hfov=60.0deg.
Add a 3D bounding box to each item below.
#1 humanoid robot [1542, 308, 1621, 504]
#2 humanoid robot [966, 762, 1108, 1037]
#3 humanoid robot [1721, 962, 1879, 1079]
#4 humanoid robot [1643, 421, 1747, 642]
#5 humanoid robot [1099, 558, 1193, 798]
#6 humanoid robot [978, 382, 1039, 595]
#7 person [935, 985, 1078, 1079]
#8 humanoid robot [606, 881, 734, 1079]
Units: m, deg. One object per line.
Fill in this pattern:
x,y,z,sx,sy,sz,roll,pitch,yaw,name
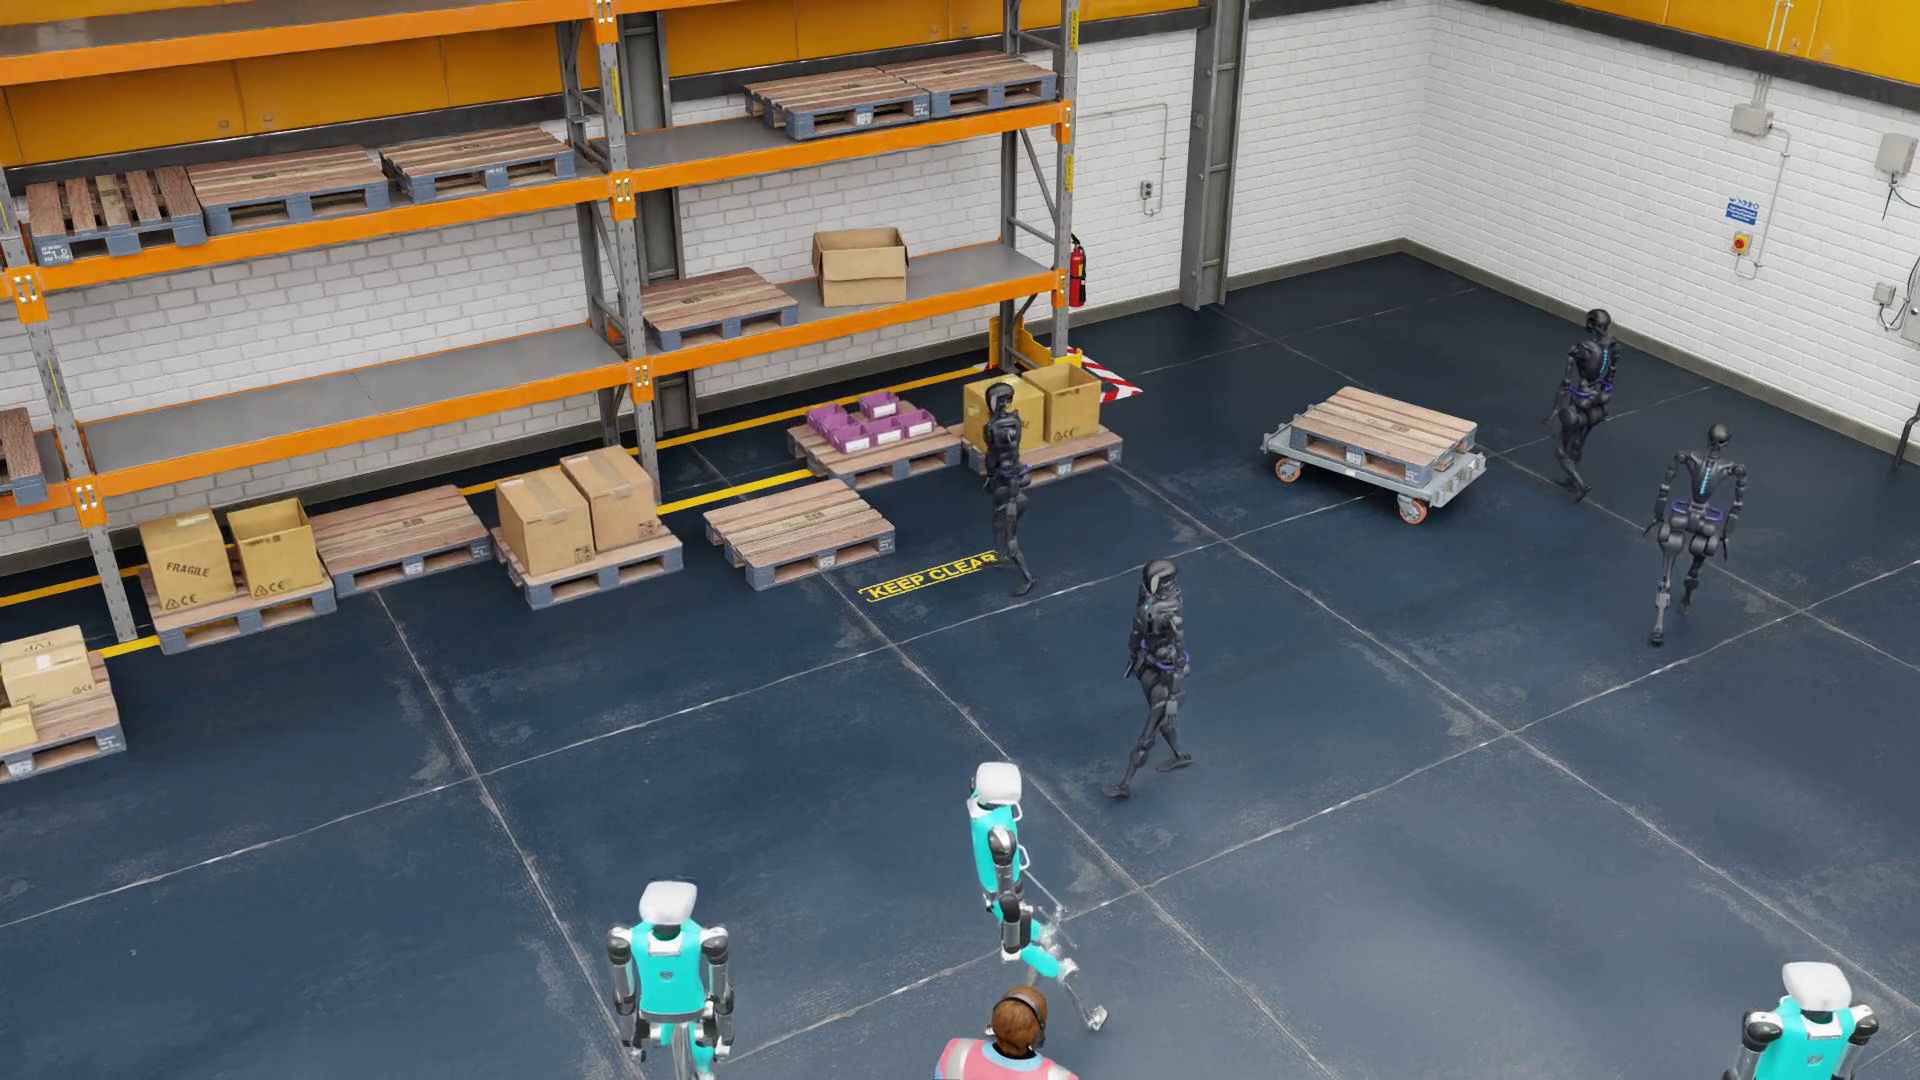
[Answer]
5.110,-1.092,13.480,0.600,1.636,0.502,-12,32,-20,humanoid robot
0.442,1.857,8.282,0.835,1.862,0.546,-6,30,-10,humanoid robot
3.448,2.403,7.214,0.547,1.732,0.970,-2,30,-3,humanoid robot
5.172,-0.095,11.775,0.584,1.632,0.795,14,32,23,humanoid robot
1.157,0.815,10.132,0.751,1.623,0.609,-12,32,-20,humanoid robot
0.365,-0.410,12.268,0.392,1.635,0.591,-11,31,-18,humanoid robot
0.213,2.565,6.853,0.628,1.836,0.431,11,31,18,person
-1.275,2.163,7.655,0.547,1.732,1.049,-1,29,-2,humanoid robot
